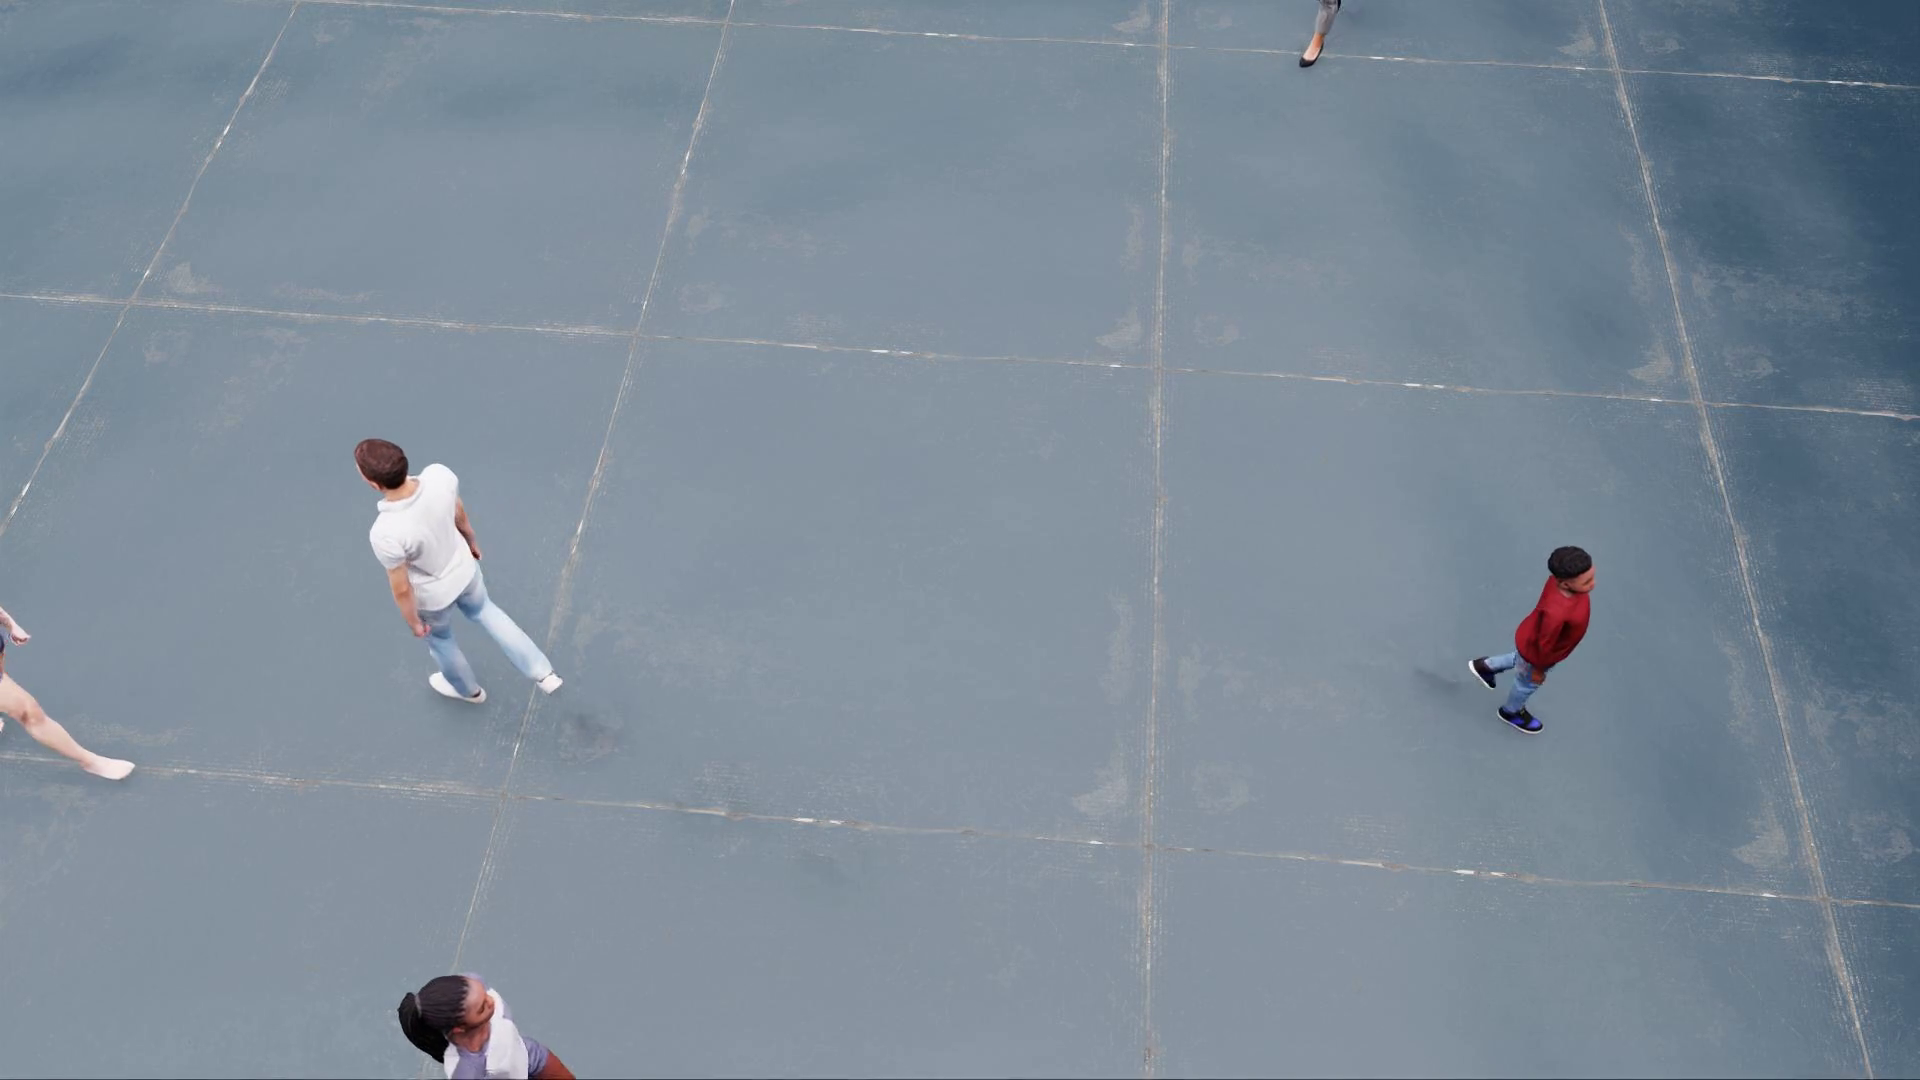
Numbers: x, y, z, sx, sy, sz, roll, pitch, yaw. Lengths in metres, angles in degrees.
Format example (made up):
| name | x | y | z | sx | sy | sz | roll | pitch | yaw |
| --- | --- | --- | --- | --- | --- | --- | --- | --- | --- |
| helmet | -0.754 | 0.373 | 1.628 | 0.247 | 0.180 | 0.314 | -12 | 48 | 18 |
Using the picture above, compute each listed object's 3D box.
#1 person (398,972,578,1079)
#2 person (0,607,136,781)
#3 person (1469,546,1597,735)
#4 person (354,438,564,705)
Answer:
| name | x | y | z | sx | sy | sz | roll | pitch | yaw |
| --- | --- | --- | --- | --- | --- | --- | --- | --- | --- |
| person | -1.745 | 2.004 | 6.018 | 1.239 | 1.682 | 0.803 | -6 | 53 | -5 |
| person | -4.362 | 0.463 | 7.187 | 1.174 | 1.721 | 0.650 | 8 | 53 | 6 |
| person | 2.576 | 0.434 | 7.510 | 0.724 | 1.246 | 0.624 | 22 | 55 | 16 |
| person | -2.204 | 0.212 | 7.310 | 1.061 | 1.834 | 0.892 | 23 | 56 | 17 |
